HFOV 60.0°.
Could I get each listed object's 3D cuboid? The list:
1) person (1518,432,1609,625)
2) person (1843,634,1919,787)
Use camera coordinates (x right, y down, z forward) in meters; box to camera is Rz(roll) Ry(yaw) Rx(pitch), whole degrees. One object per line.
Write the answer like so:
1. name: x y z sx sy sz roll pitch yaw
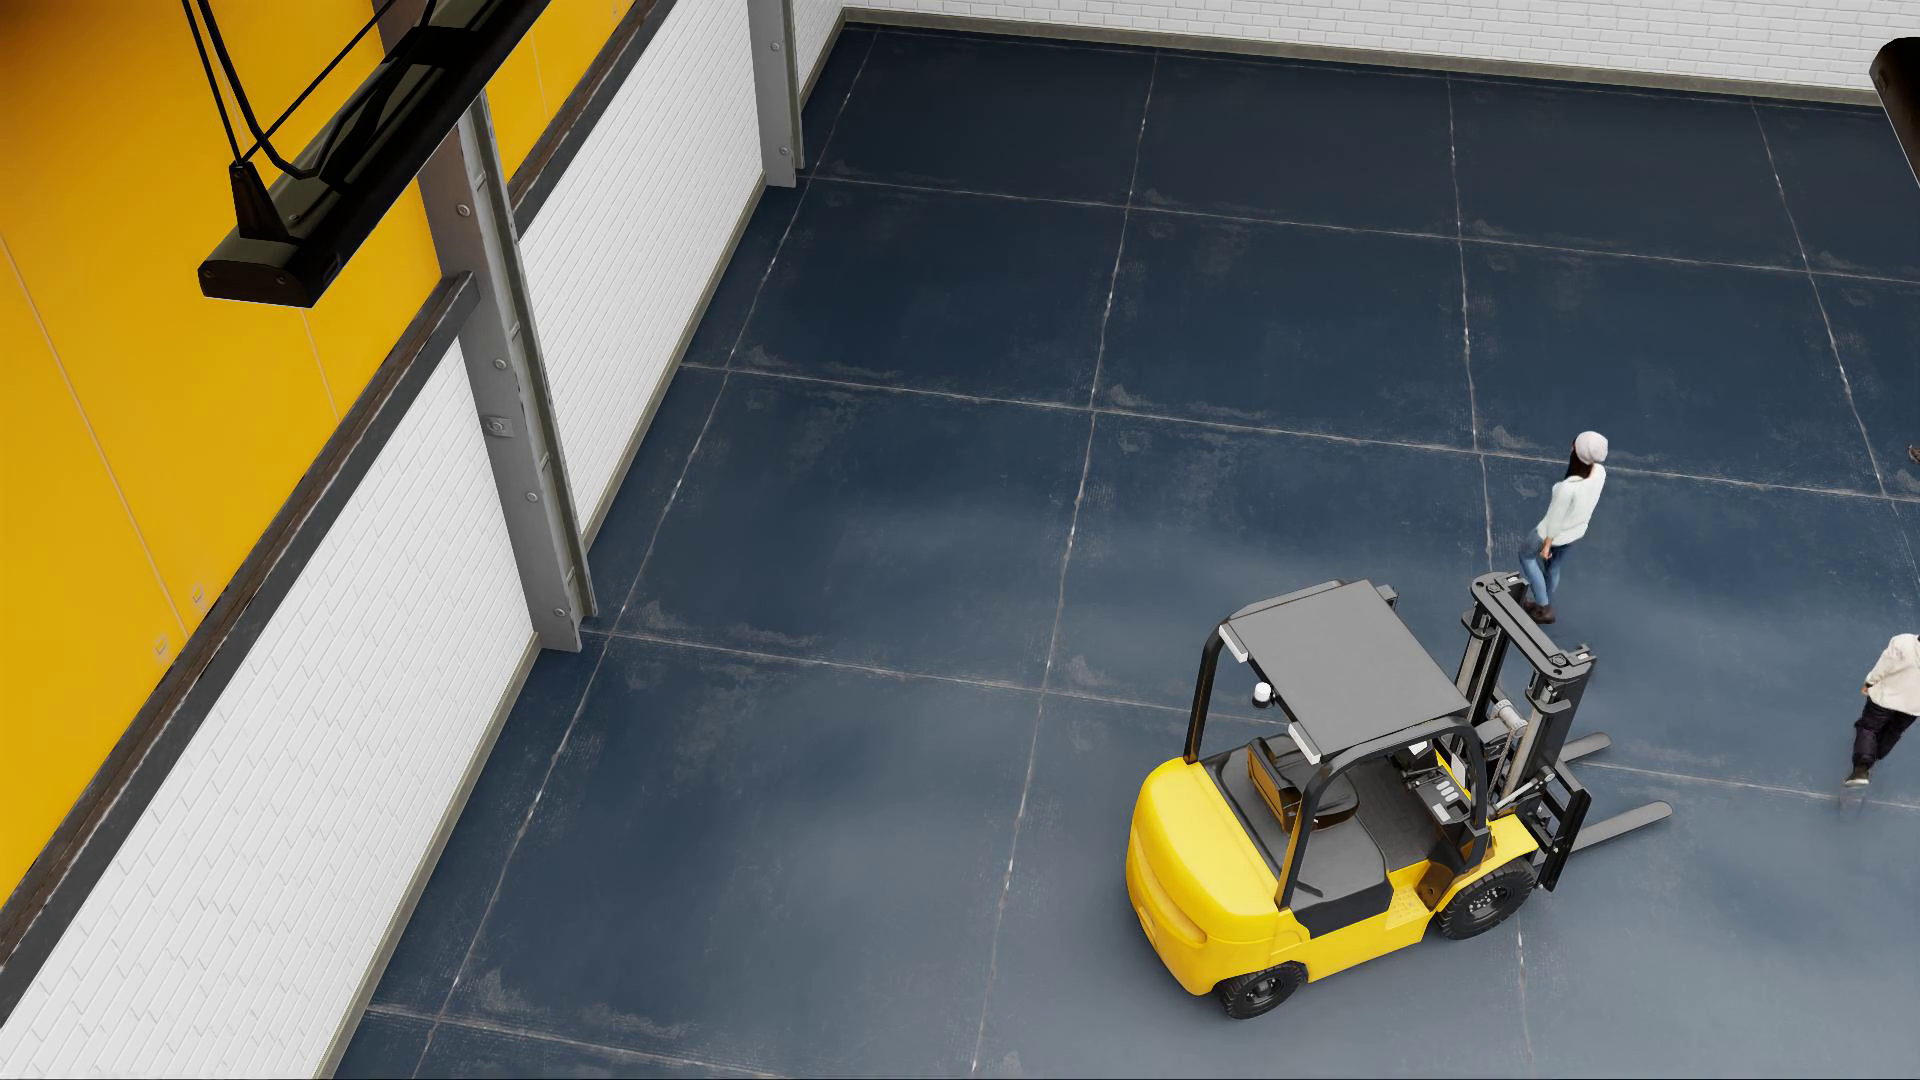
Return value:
1. person: 4.026 -0.023 10.969 0.727 1.633 0.786 -22 48 -22
2. person: 5.689 0.980 10.054 0.692 1.442 0.850 16 46 16
